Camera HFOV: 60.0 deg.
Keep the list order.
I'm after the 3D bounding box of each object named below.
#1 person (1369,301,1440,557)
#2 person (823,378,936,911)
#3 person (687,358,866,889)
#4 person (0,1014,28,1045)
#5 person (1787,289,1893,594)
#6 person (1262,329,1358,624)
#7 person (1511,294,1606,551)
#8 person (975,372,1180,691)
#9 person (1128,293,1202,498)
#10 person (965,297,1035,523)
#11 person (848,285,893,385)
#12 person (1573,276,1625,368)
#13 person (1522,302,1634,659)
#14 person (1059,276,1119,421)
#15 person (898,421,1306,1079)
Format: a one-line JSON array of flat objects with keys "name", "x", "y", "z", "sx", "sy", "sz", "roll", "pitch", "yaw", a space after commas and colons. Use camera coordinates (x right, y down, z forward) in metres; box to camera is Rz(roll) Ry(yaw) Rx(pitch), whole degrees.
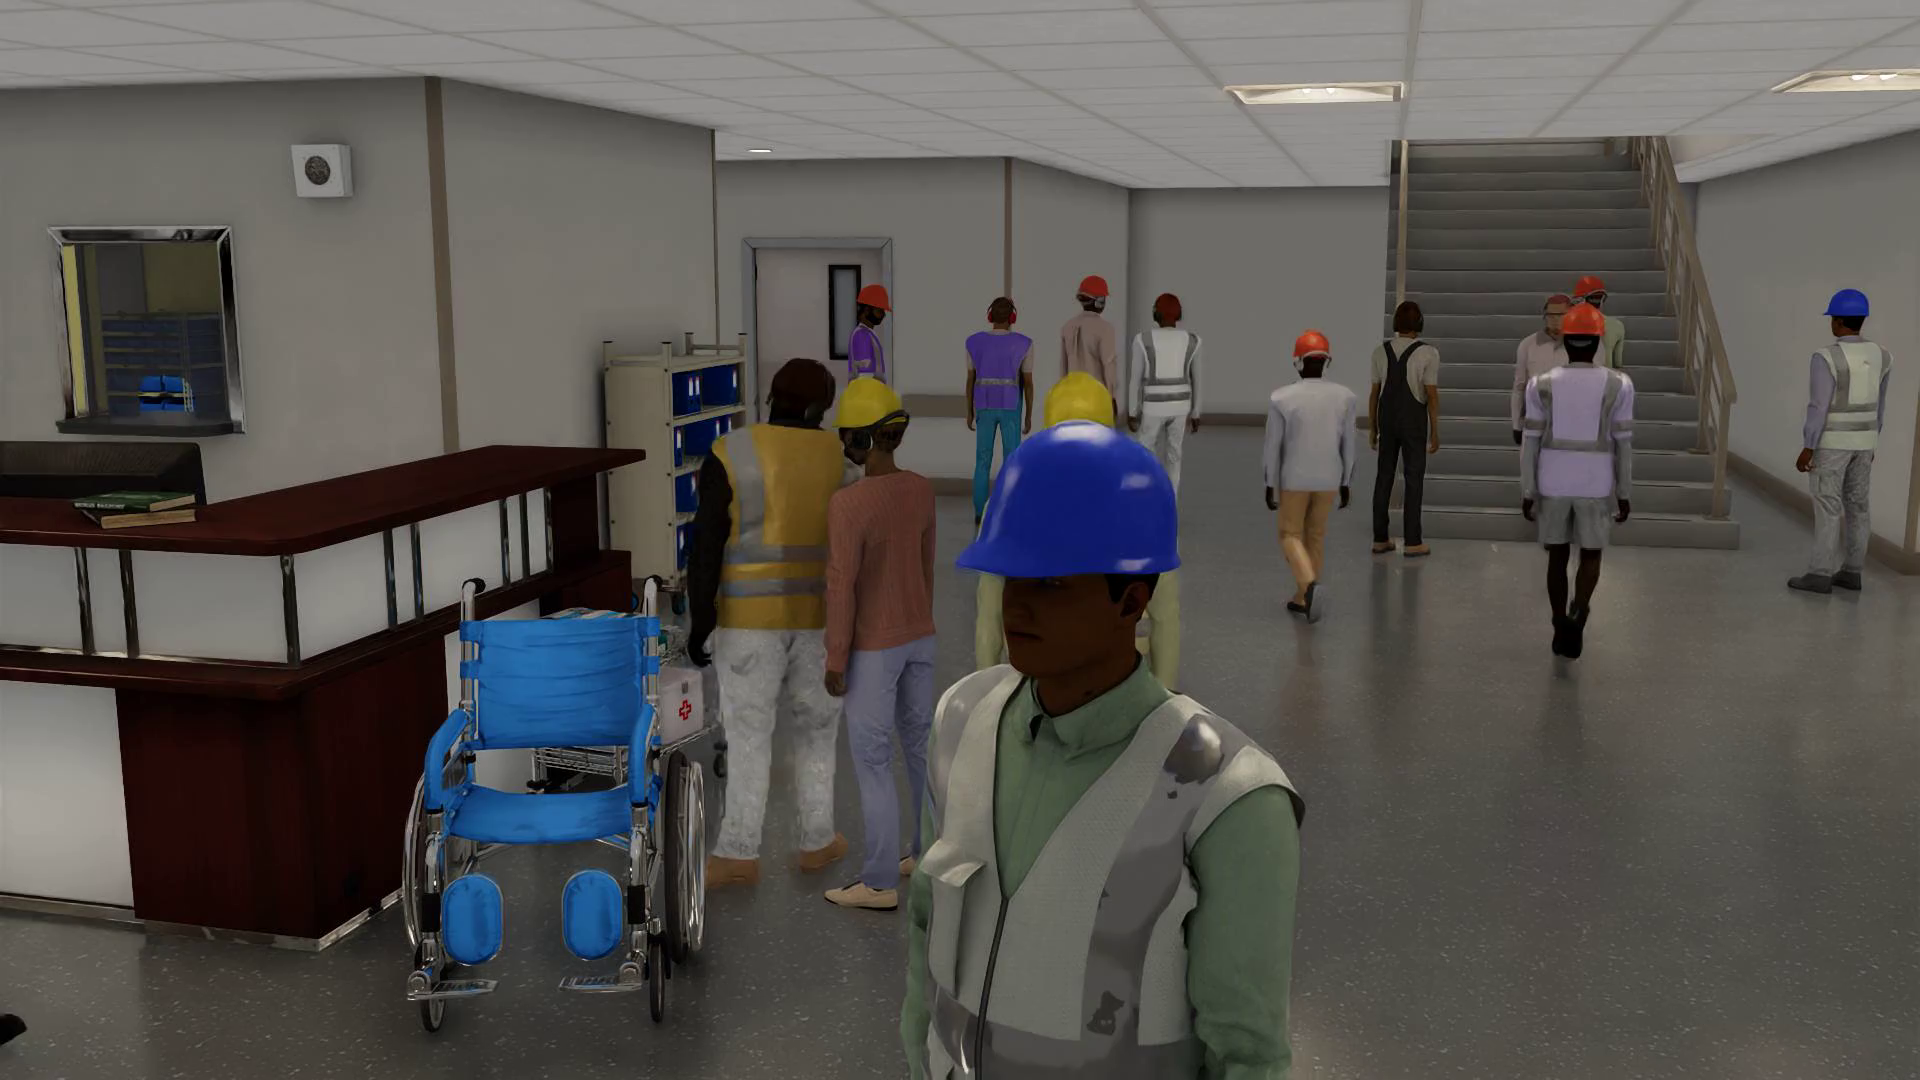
[{"name": "person", "x": 3.195, "y": -0.796, "z": 11.987, "sx": 0.516, "sy": 1.838, "sz": 0.340, "roll": 8, "pitch": 12, "yaw": 38}, {"name": "person", "x": -0.275, "y": 0.341, "z": 5.549, "sx": 0.349, "sy": 1.758, "sz": 0.522, "roll": 7, "pitch": 12, "yaw": 34}, {"name": "person", "x": -0.676, "y": 0.287, "z": 5.753, "sx": 0.763, "sy": 1.811, "sz": 0.433, "roll": -5, "pitch": 11, "yaw": -26}, {"name": "person", "x": -2.917, "y": 0.482, "z": 4.287, "sx": 0.903, "sy": 1.894, "sz": 0.568, "roll": 2, "pitch": 10, "yaw": 13}, {"name": "person", "x": 5.644, "y": -0.626, "z": 10.665, "sx": 0.602, "sy": 1.949, "sz": 0.387, "roll": -4, "pitch": 10, "yaw": -20}, {"name": "person", "x": 2.064, "y": -0.365, "z": 9.770, "sx": 0.569, "sy": 1.732, "sz": 0.675, "roll": -2, "pitch": 10, "yaw": -10}, {"name": "person", "x": 4.395, "y": -0.867, "z": 12.282, "sx": 0.641, "sy": 1.888, "sz": 0.482, "roll": 5, "pitch": 11, "yaw": 26}, {"name": "person", "x": 0.341, "y": 0.427, "z": 4.854, "sx": 0.592, "sy": 1.825, "sz": 0.403, "roll": 1, "pitch": 10, "yaw": 8}, {"name": "person", "x": 1.649, "y": -1.026, "z": 13.245, "sx": 0.592, "sy": 1.869, "sz": 0.503, "roll": -1, "pitch": 10, "yaw": -6}, {"name": "person", "x": 0.319, "y": -1.033, "z": 13.411, "sx": 0.561, "sy": 1.837, "sz": 0.390, "roll": 2, "pitch": 10, "yaw": 9}, {"name": "person", "x": -0.730, "y": -1.104, "z": 13.546, "sx": 0.375, "sy": 1.927, "sz": 0.543, "roll": -1, "pitch": 10, "yaw": -5}, {"name": "person", "x": 5.349, "y": -1.249, "z": 14.206, "sx": 0.611, "sy": 1.994, "sz": 0.379, "roll": -2, "pitch": 10, "yaw": -14}, {"name": "person", "x": 3.251, "y": -0.294, "z": 8.808, "sx": 0.559, "sy": 1.916, "sz": 0.673, "roll": 4, "pitch": 11, "yaw": 24}, {"name": "person", "x": 1.114, "y": -1.238, "z": 14.143, "sx": 0.402, "sy": 1.991, "sz": 0.633, "roll": -8, "pitch": 13, "yaw": -40}, {"name": "person", "x": 0.147, "y": 0.816, "z": 2.174, "sx": 0.603, "sy": 1.950, "sz": 0.380, "roll": 9, "pitch": 13, "yaw": 44}]
